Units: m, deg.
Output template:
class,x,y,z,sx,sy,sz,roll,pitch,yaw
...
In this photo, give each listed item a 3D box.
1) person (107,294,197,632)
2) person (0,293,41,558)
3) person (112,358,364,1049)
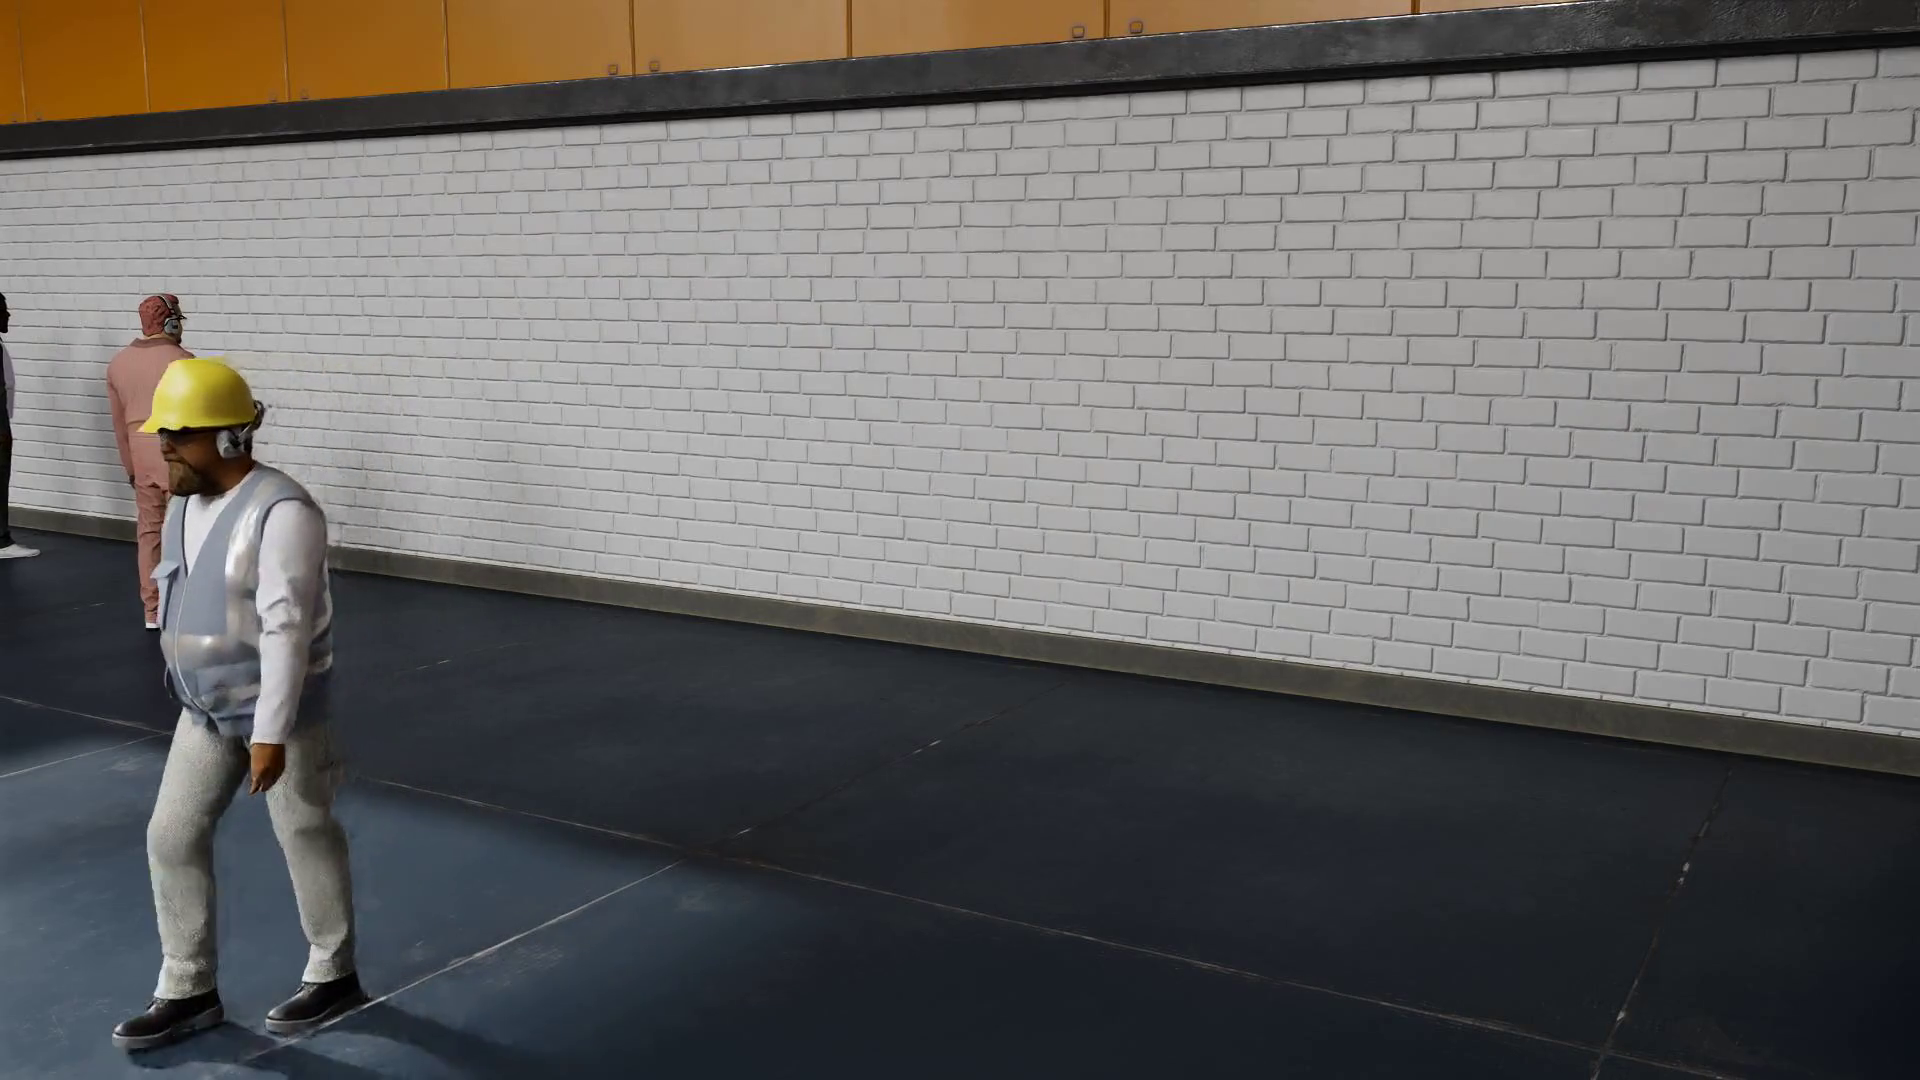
class,x,y,z,sx,sy,sz,roll,pitch,yaw
person,-4.428,-0.422,9.370,0.639,1.911,0.406,3,10,19
person,-6.909,-0.827,11.860,0.397,1.919,0.590,-8,12,-41
person,-1.905,0.444,4.291,0.615,1.805,0.724,6,11,31
